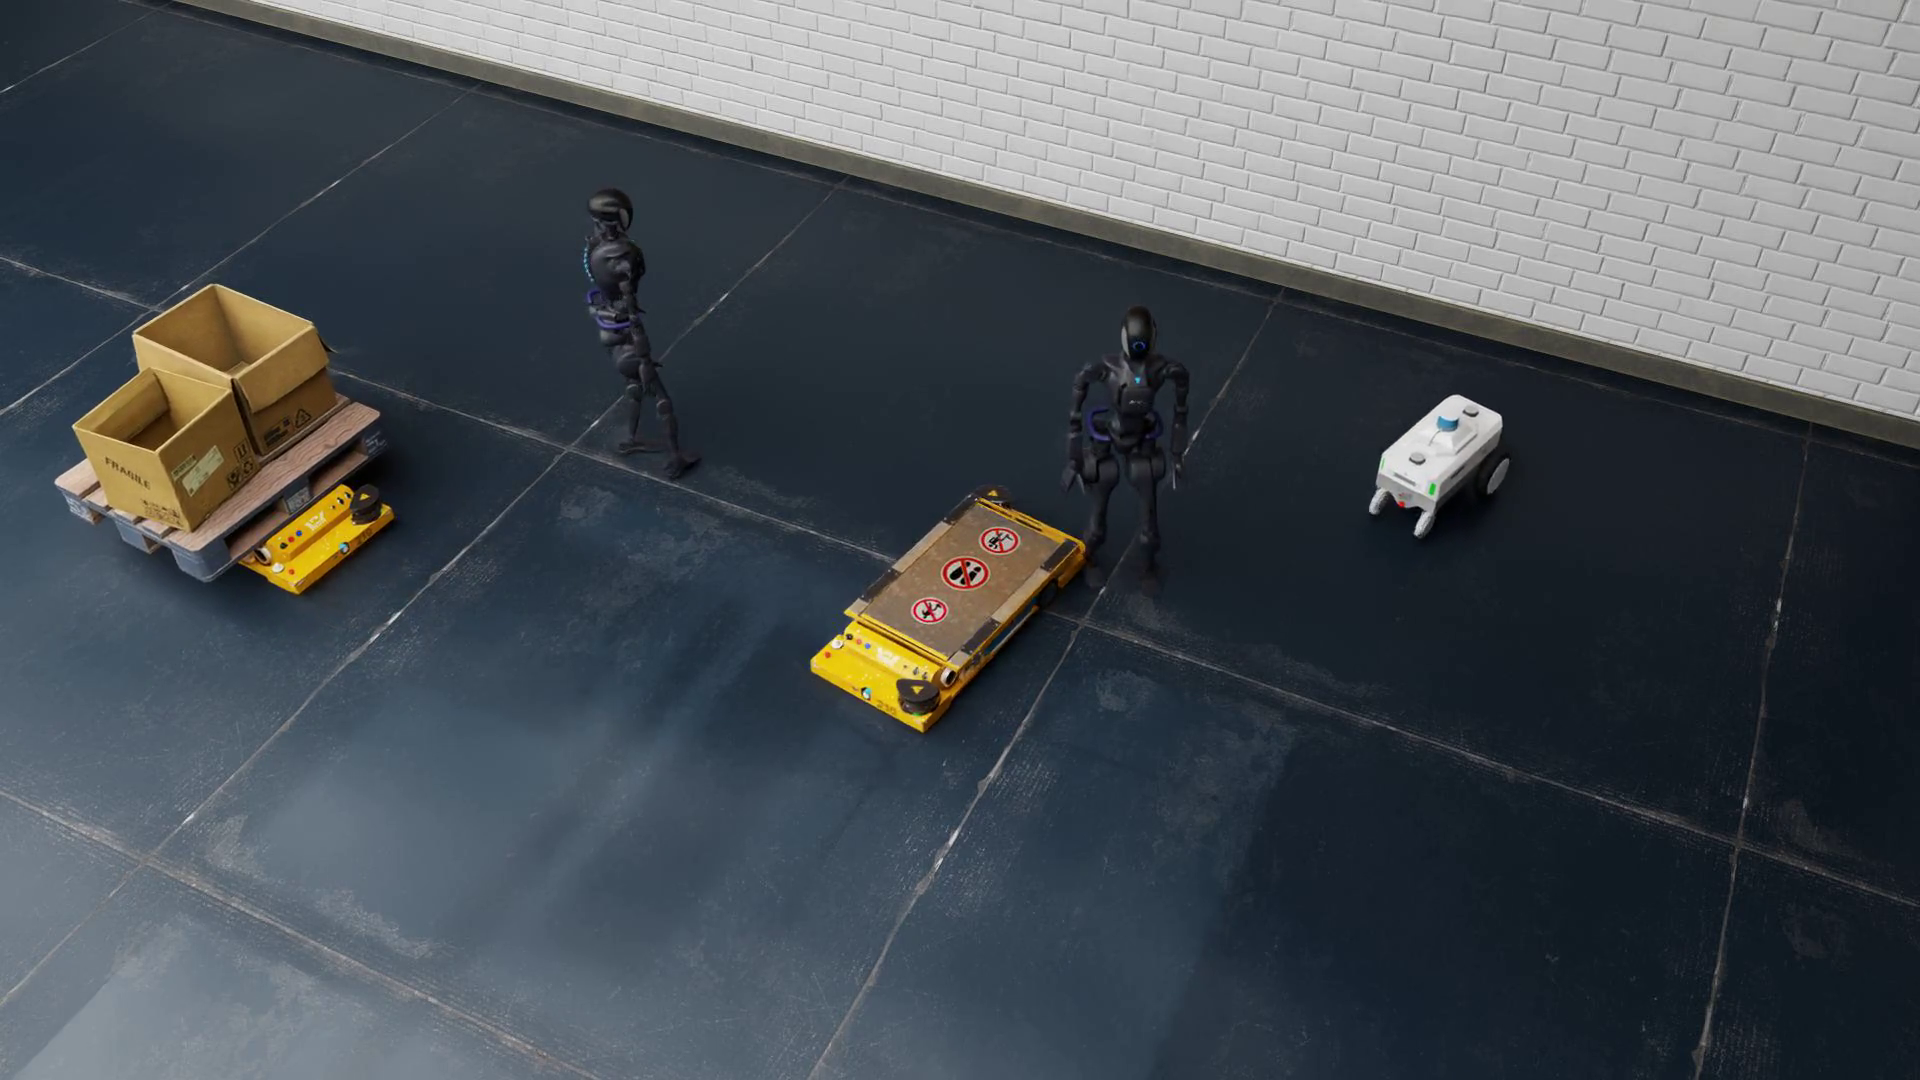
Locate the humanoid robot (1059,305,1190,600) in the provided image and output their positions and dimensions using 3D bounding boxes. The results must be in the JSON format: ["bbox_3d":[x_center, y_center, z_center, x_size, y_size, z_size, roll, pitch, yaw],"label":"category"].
[{"bbox_3d":[0.762,-0.400,7.661,0.601,1.637,0.352,-3,43,-4],"label":"humanoid robot"}]

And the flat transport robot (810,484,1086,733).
[{"bbox_3d":[-0.015,0.287,7.945,0.659,0.231,1.431,26,49,25],"label":"flat transport robot"}]

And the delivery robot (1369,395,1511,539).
[{"bbox_3d":[2.456,-0.421,8.502,0.499,0.599,0.784,32,52,30],"label":"delivery robot"}]

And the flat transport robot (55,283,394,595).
[{"bbox_3d":[-3.659,-0.227,8.500,1.431,0.231,0.659,22,47,22],"label":"flat transport robot"}]

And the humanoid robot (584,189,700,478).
[{"bbox_3d":[-1.638,-1.076,8.384,0.418,1.649,0.612,-16,45,-17],"label":"humanoid robot"}]
